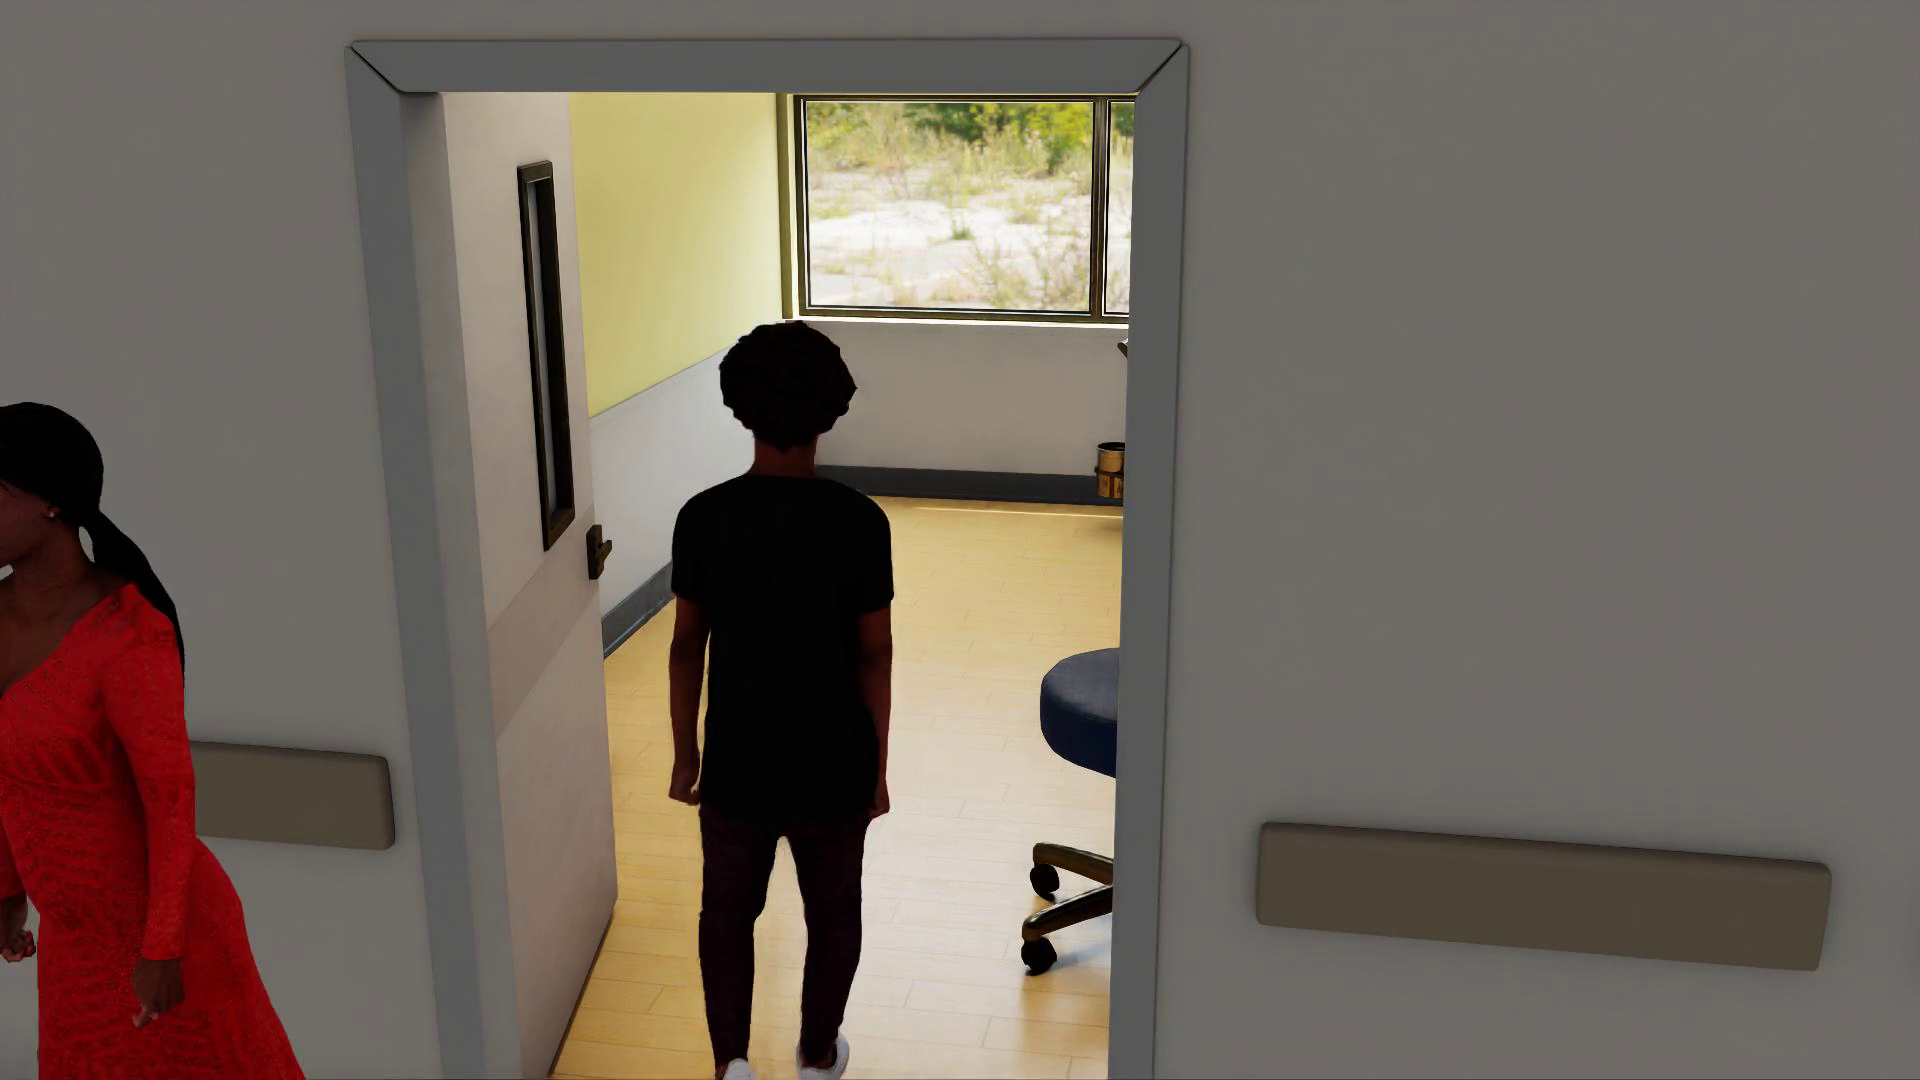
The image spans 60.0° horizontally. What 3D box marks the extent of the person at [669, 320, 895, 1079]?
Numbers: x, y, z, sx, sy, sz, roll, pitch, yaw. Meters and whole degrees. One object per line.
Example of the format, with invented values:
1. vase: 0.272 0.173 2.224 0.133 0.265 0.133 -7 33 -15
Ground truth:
1. person: -0.365 0.455 3.443 0.898 1.763 0.804 0 16 -1

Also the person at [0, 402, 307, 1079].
1. person: -1.368 0.649 2.722 0.754 1.780 0.938 7 17 22
